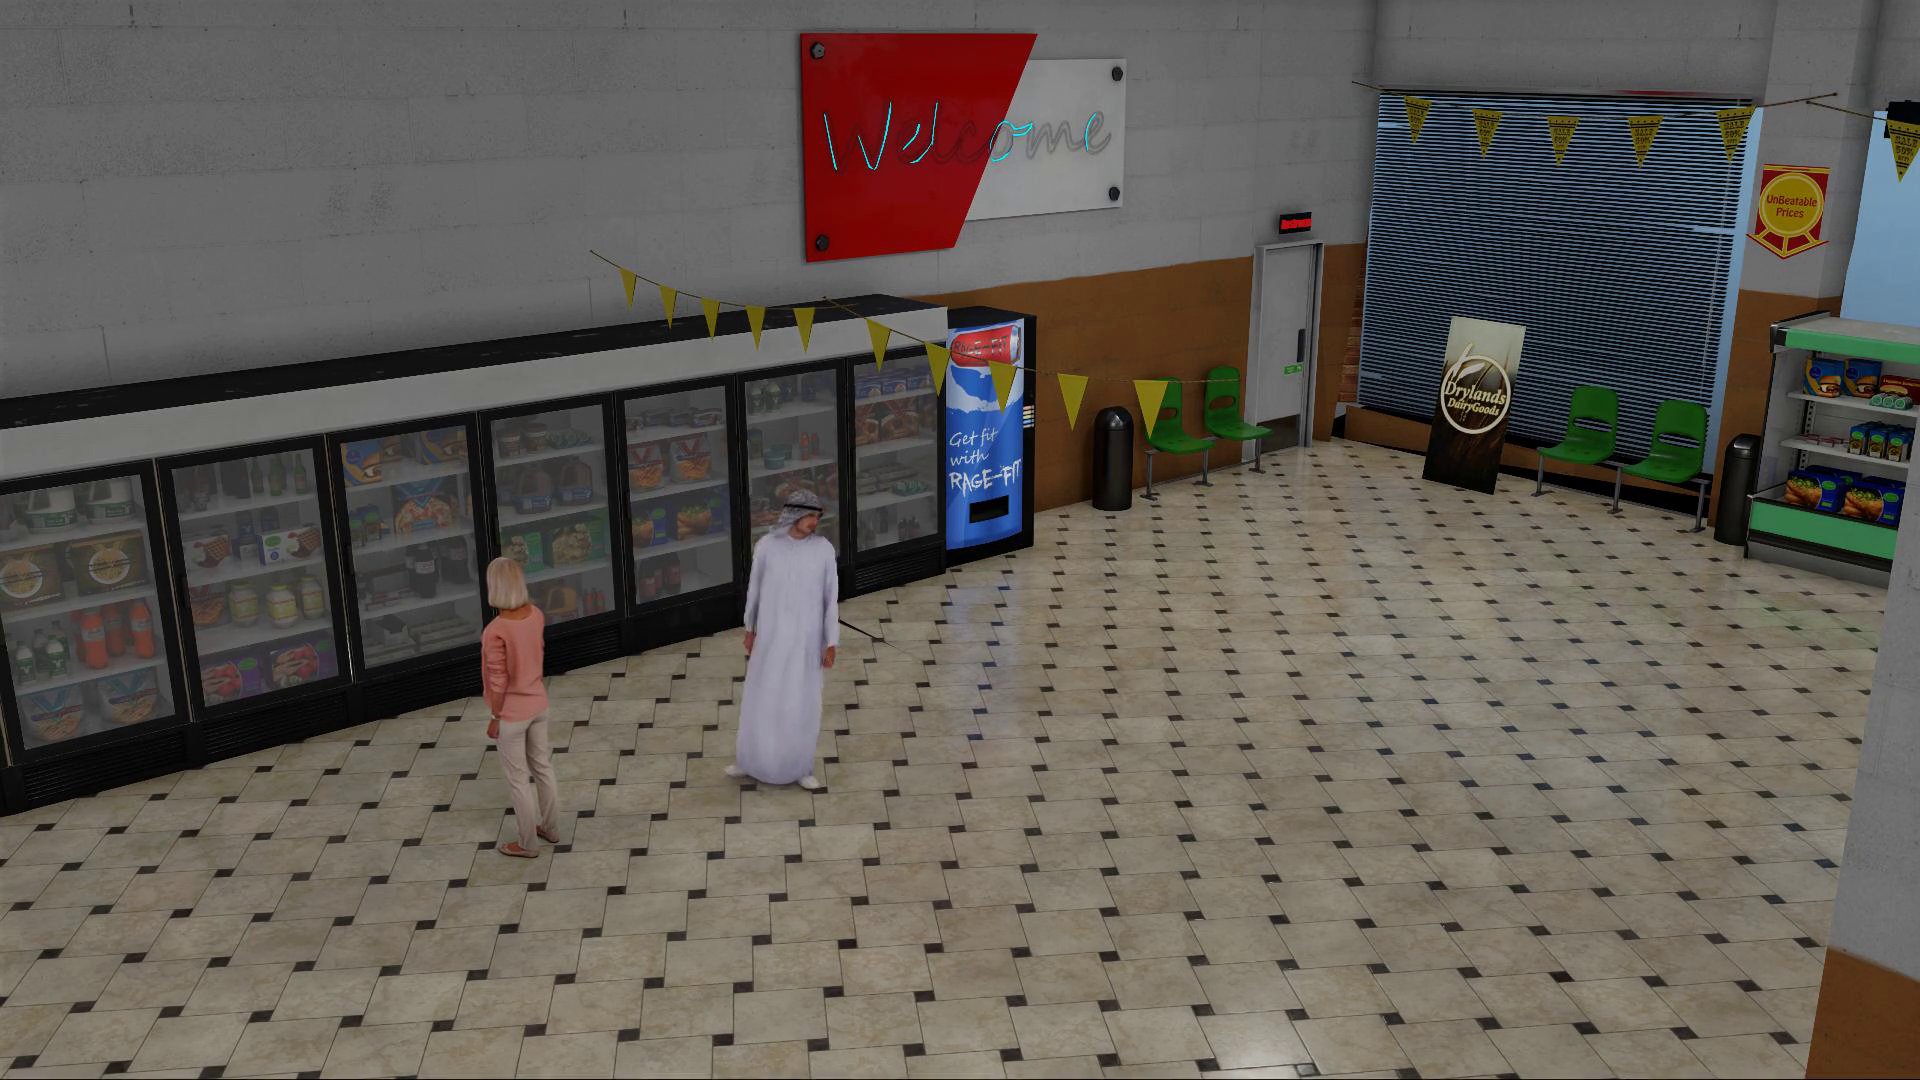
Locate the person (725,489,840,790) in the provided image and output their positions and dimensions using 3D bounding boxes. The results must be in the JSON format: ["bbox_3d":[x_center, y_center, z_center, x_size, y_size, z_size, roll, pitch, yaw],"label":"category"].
[{"bbox_3d":[-1.062,0.597,9.990,1.002,1.892,1.024,3,17,10],"label":"person"}]

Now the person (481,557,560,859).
[{"bbox_3d":[-2.444,0.921,9.211,0.662,1.725,0.677,8,19,24],"label":"person"}]
